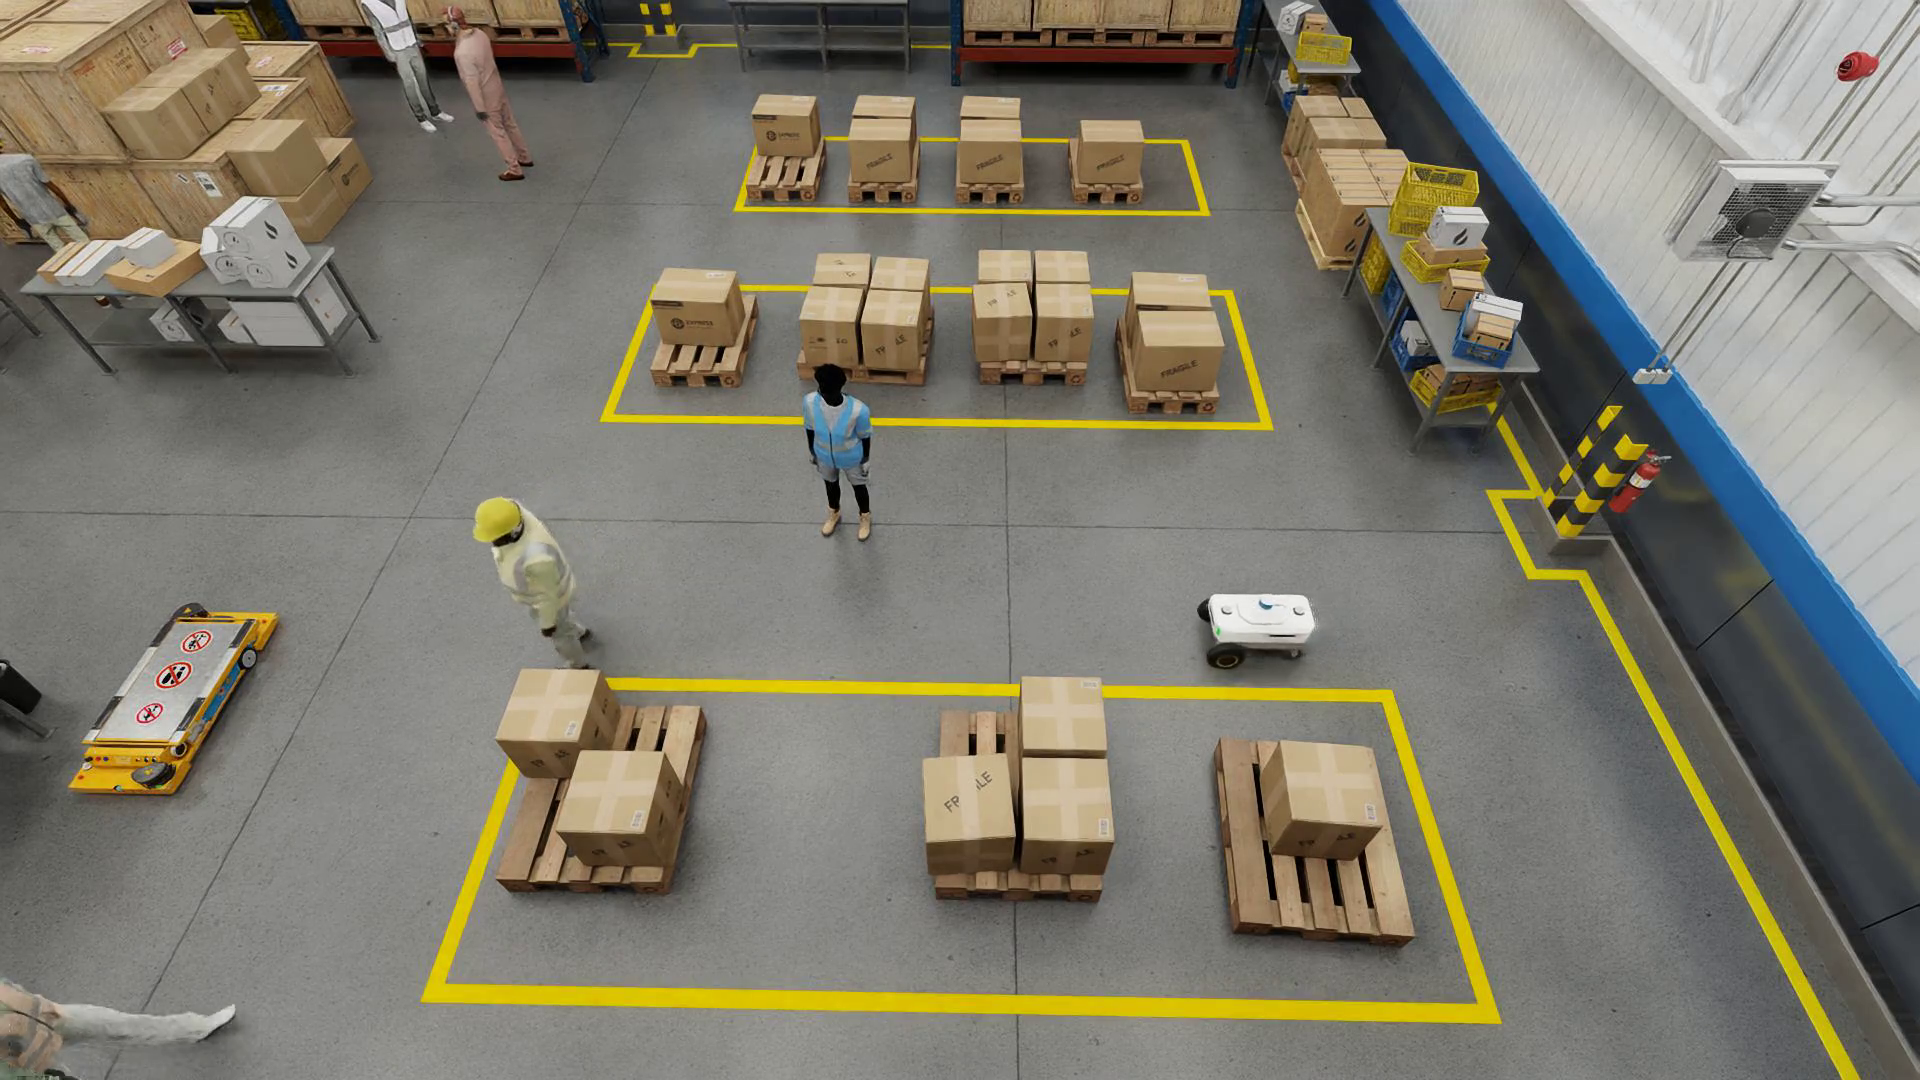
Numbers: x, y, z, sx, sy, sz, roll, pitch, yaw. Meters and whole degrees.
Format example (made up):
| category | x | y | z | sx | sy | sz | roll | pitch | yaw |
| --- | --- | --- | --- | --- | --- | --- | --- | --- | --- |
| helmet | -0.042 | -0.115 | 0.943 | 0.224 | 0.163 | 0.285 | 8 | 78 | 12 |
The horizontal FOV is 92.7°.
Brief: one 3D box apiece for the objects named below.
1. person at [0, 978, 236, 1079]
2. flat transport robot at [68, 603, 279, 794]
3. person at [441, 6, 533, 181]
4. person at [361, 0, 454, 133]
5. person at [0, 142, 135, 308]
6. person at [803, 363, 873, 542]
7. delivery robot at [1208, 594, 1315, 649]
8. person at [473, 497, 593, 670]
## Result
| category | x | y | z | sx | sy | sz | roll | pitch | yaw |
| --- | --- | --- | --- | --- | --- | --- | --- | --- | --- |
| person | -4.371 | 2.397 | 4.446 | 0.838 | 1.595 | 0.545 | -19 | 52 | -16 |
| flat transport robot | -5.504 | 1.072 | 6.442 | 0.652 | 0.197 | 1.431 | 1 | 50 | 1 |
| person | -5.521 | -5.184 | 10.681 | 0.395 | 1.899 | 0.660 | 3 | 50 | 2 |
| person | -6.988 | -6.181 | 11.508 | 0.394 | 1.919 | 0.590 | 17 | 52 | 14 |
| person | -8.931 | -3.146 | 8.975 | 0.517 | 1.865 | 0.334 | -30 | 56 | -23 |
| person | -0.911 | -0.647 | 6.968 | 0.534 | 1.697 | 0.318 | 10 | 50 | 8 |
| delivery robot | 2.164 | 0.571 | 6.622 | 0.707 | 0.478 | 0.477 | 0 | 50 | 1 |
| person | -2.773 | 0.329 | 6.062 | 0.439 | 1.821 | 0.604 | -31 | 56 | -23 |
